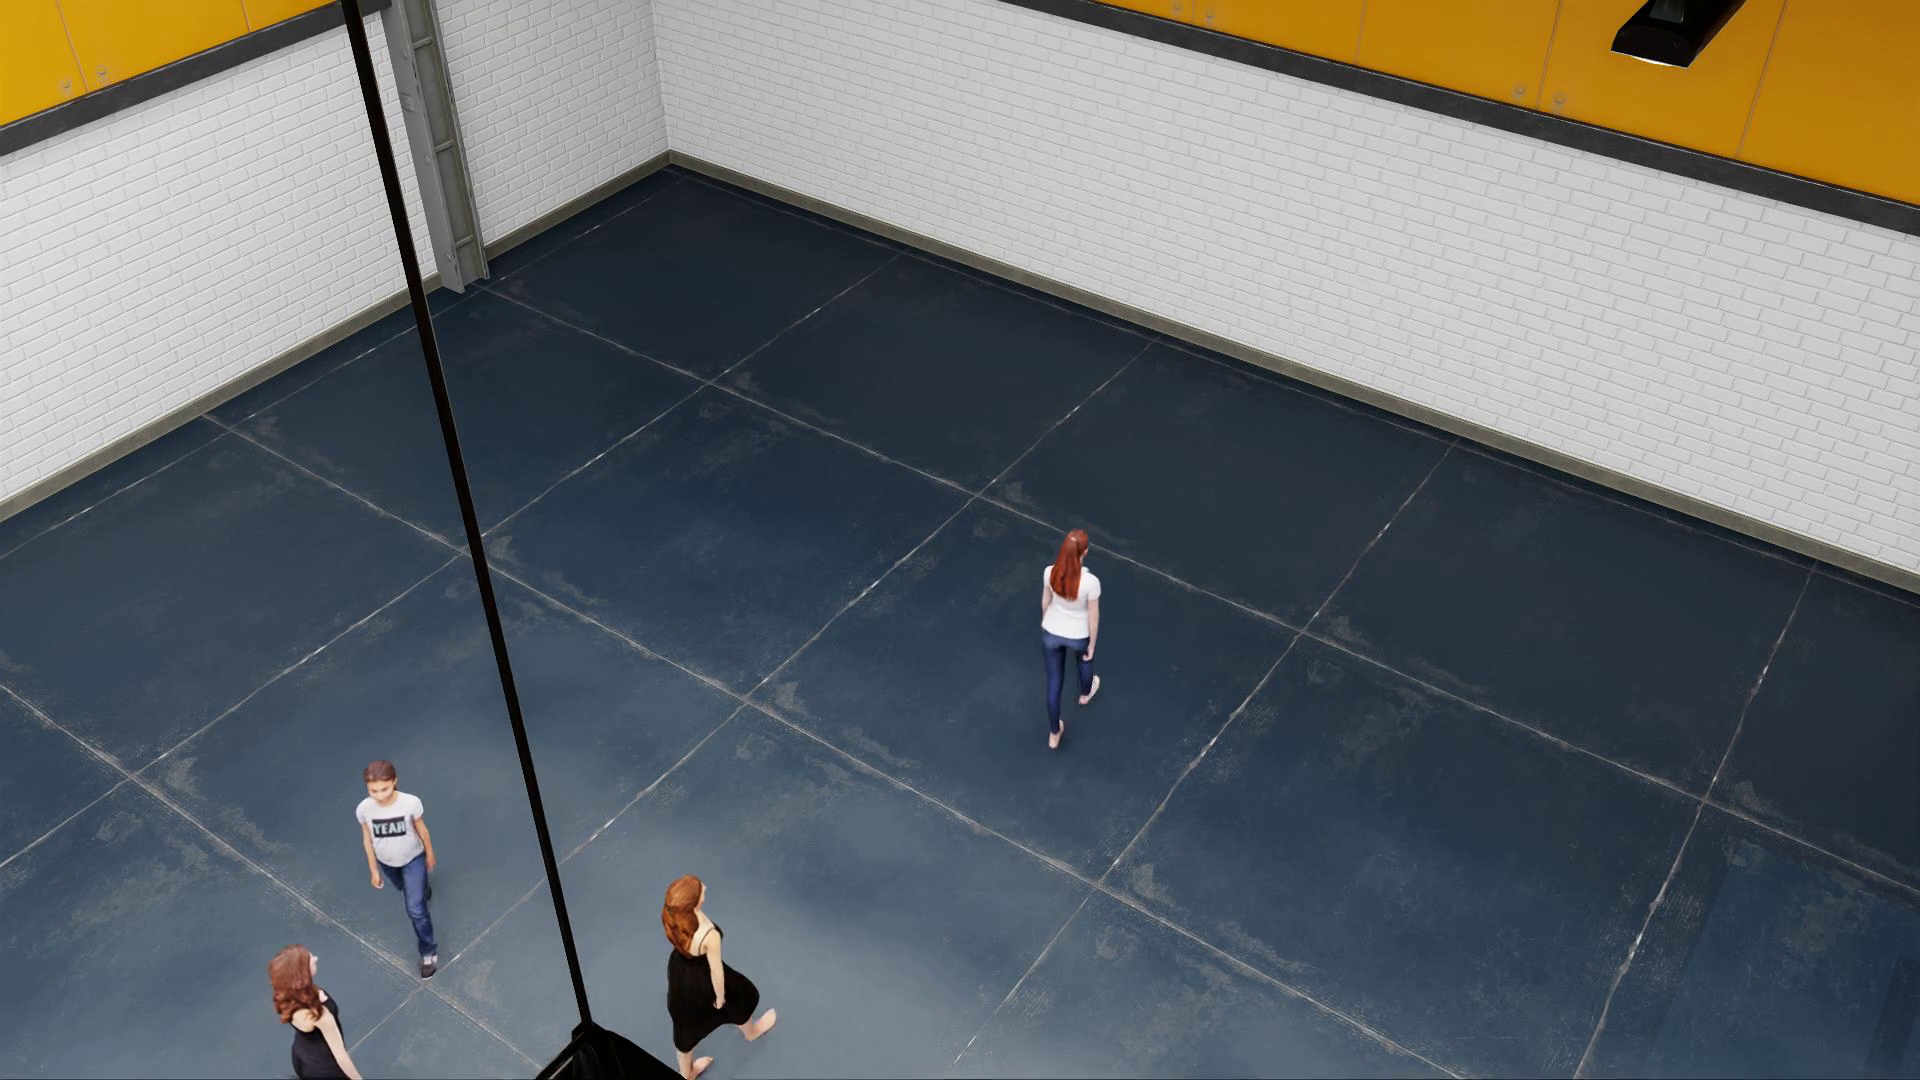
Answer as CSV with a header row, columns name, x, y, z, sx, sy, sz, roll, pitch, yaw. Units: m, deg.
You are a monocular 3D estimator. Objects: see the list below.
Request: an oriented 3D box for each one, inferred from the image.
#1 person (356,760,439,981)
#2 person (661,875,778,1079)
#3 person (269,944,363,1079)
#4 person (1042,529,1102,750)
name,x,y,z,sx,sy,sz,roll,pitch,yaw
person,-3.355,1.840,9.976,0.951,1.535,1.067,-2,39,-3
person,-1.498,2.464,9.142,0.587,1.601,0.883,21,43,25
person,-3.350,2.734,8.694,0.594,1.738,0.551,27,46,29
person,0.700,0.715,11.246,0.777,1.709,1.029,10,40,12
